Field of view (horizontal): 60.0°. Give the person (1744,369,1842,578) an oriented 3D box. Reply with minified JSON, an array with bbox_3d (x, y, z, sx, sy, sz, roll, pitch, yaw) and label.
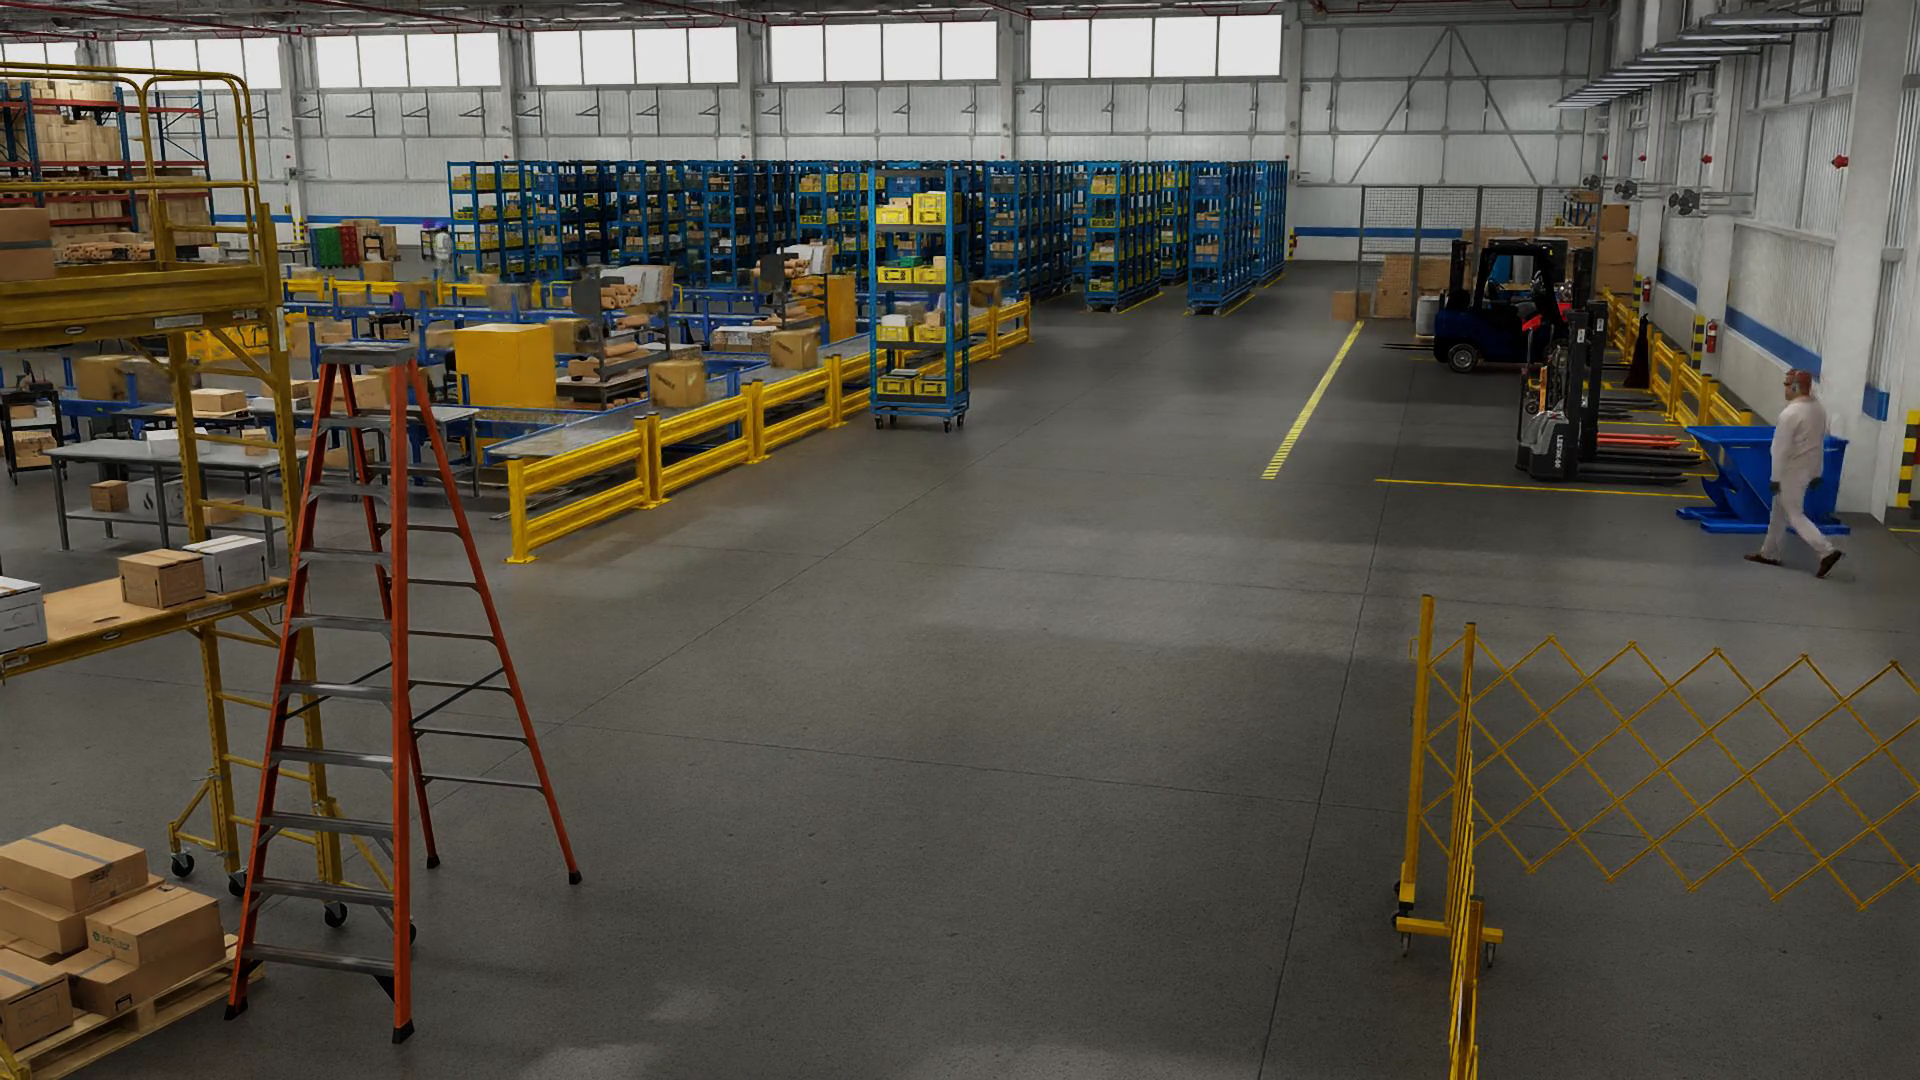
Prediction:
[{"bbox_3d":[7.678,-0.618,15.163,0.649,1.874,0.877,-11,17,-38],"label":"person"}]

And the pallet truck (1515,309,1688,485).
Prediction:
[{"bbox_3d":[7.554,-1.677,19.446,1.885,1.965,0.823,3,13,14],"label":"pallet truck"}]

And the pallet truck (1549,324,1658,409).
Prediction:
[{"bbox_3d":[9.824,-2.669,25.407,1.601,1.201,0.680,4,14,16],"label":"pallet truck"}]

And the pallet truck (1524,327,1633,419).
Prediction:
[{"bbox_3d":[9.065,-2.460,24.370,1.522,1.261,0.704,3,13,14],"label":"pallet truck"}]

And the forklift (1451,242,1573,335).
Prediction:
[{"bbox_3d":[10.464,-4.597,31.405,2.680,1.987,1.157,4,14,16],"label":"forklift"}]

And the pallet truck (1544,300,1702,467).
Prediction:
[{"bbox_3d":[8.263,-1.952,20.631,1.885,1.965,0.823,5,14,20],"label":"pallet truck"}]

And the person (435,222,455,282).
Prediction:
[{"bbox_3d":[-14.511,-8.054,47.161,0.629,1.906,0.929,8,15,31],"label":"person"}]

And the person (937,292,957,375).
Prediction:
[{"bbox_3d":[-0.241,-3.535,27.368,0.374,2.042,0.615,-1,13,-2],"label":"person"}]

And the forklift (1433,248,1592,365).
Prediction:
[{"bbox_3d":[9.780,-4.111,29.280,2.680,1.987,1.157,3,13,14],"label":"forklift"}]

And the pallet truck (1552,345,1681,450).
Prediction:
[{"bbox_3d":[8.641,-1.896,21.908,1.630,1.274,0.653,4,14,16],"label":"pallet truck"}]

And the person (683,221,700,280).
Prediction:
[{"bbox_3d":[-8.135,-8.782,50.536,0.614,1.813,0.564,3,13,12],"label":"person"}]
